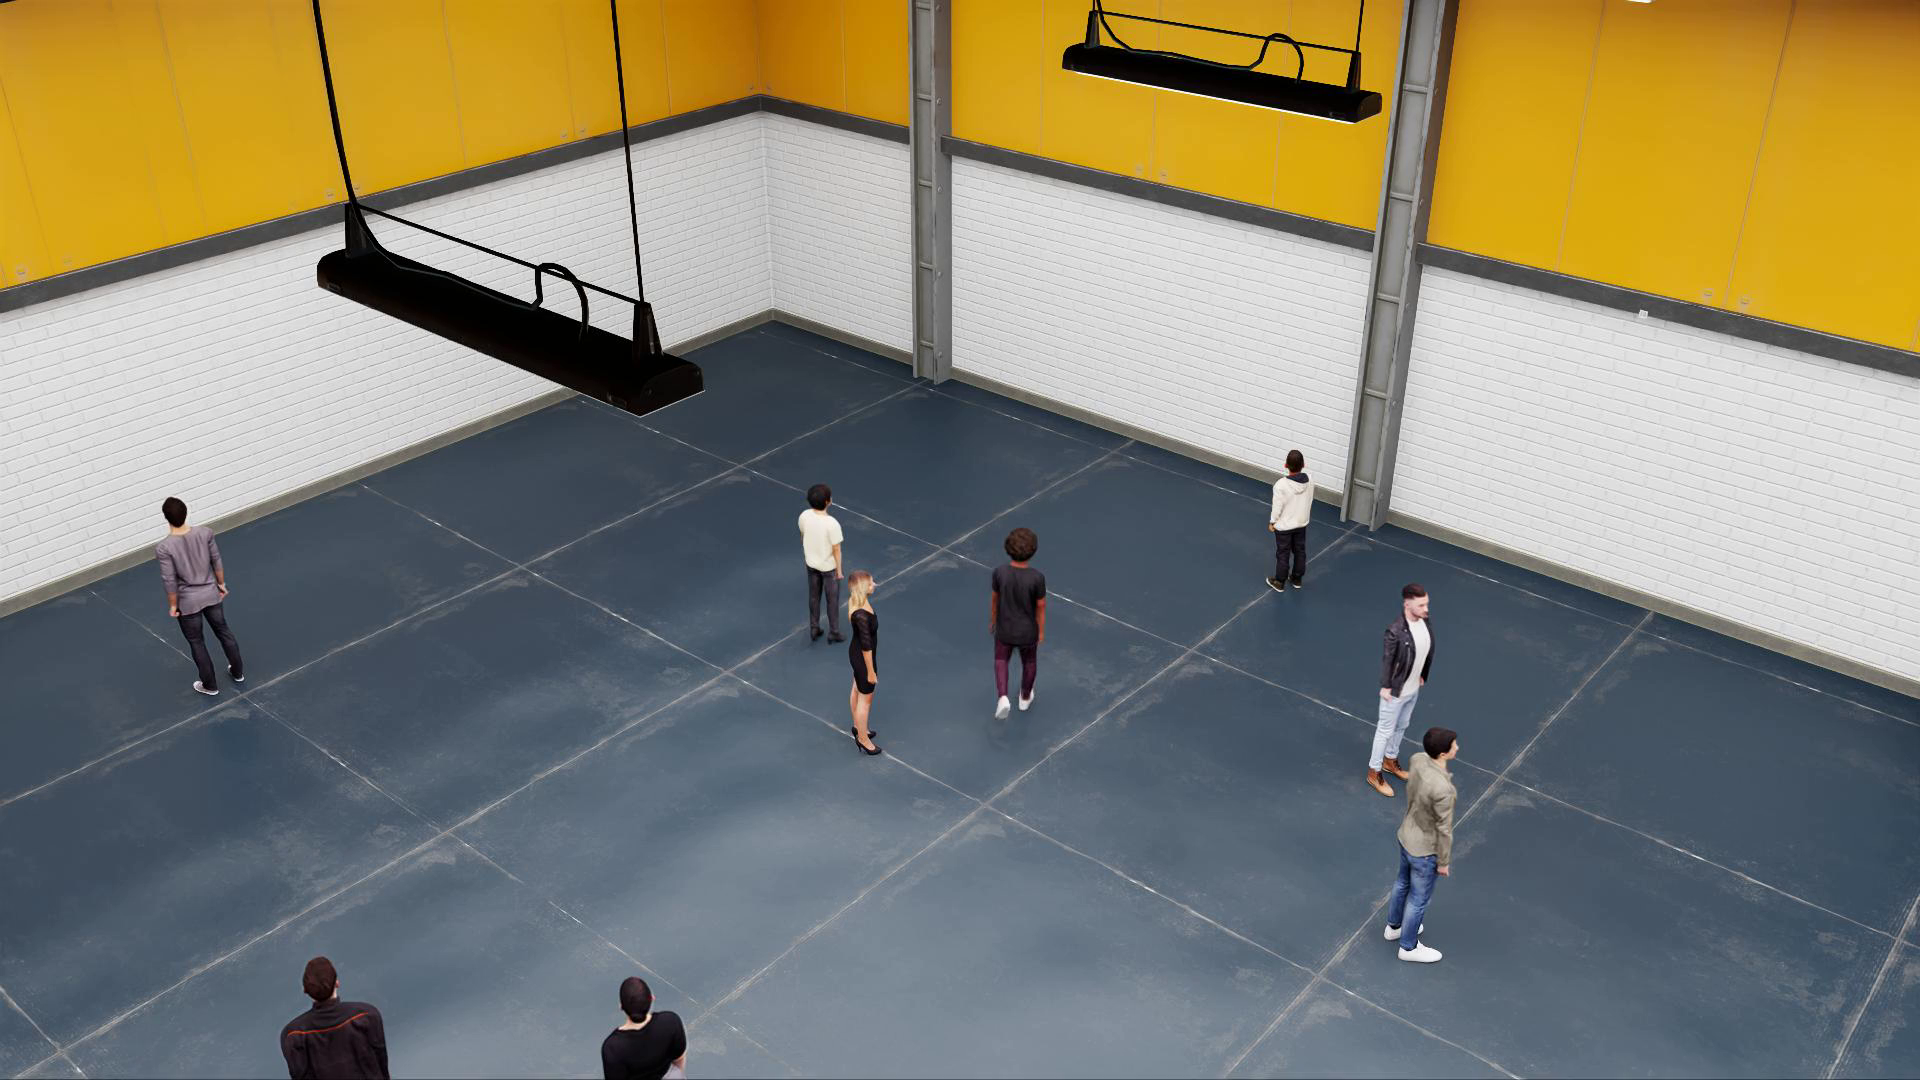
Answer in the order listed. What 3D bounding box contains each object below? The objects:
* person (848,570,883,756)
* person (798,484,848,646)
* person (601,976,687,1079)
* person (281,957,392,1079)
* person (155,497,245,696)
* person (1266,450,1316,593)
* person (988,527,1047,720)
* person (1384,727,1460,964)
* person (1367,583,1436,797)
[{"bbox_3d":[-0.793,0.983,13.594,0.670,1.676,0.587,-5,29,-10],"label":"person"},{"bbox_3d":[-1.246,0.219,15.086,0.471,1.588,0.687,15,32,26],"label":"person"},{"bbox_3d":[-1.764,3.195,9.452,0.729,1.758,0.696,-19,34,-31],"label":"person"},{"bbox_3d":[-3.465,3.123,9.421,0.775,1.915,0.757,-12,31,-21],"label":"person"},{"bbox_3d":[-6.580,0.473,14.345,0.511,1.852,0.661,22,36,35],"label":"person"},{"bbox_3d":[3.188,-0.180,15.961,0.659,1.451,0.677,-9,30,-15],"label":"person"},{"bbox_3d":[0.464,0.736,13.950,0.942,1.768,0.954,4,29,7],"label":"person"},{"bbox_3d":[3.166,2.067,11.409,0.845,1.864,0.757,-5,29,-9],"label":"person"},{"bbox_3d":[3.480,1.140,13.139,0.689,1.835,0.607,-22,35,-34],"label":"person"}]
